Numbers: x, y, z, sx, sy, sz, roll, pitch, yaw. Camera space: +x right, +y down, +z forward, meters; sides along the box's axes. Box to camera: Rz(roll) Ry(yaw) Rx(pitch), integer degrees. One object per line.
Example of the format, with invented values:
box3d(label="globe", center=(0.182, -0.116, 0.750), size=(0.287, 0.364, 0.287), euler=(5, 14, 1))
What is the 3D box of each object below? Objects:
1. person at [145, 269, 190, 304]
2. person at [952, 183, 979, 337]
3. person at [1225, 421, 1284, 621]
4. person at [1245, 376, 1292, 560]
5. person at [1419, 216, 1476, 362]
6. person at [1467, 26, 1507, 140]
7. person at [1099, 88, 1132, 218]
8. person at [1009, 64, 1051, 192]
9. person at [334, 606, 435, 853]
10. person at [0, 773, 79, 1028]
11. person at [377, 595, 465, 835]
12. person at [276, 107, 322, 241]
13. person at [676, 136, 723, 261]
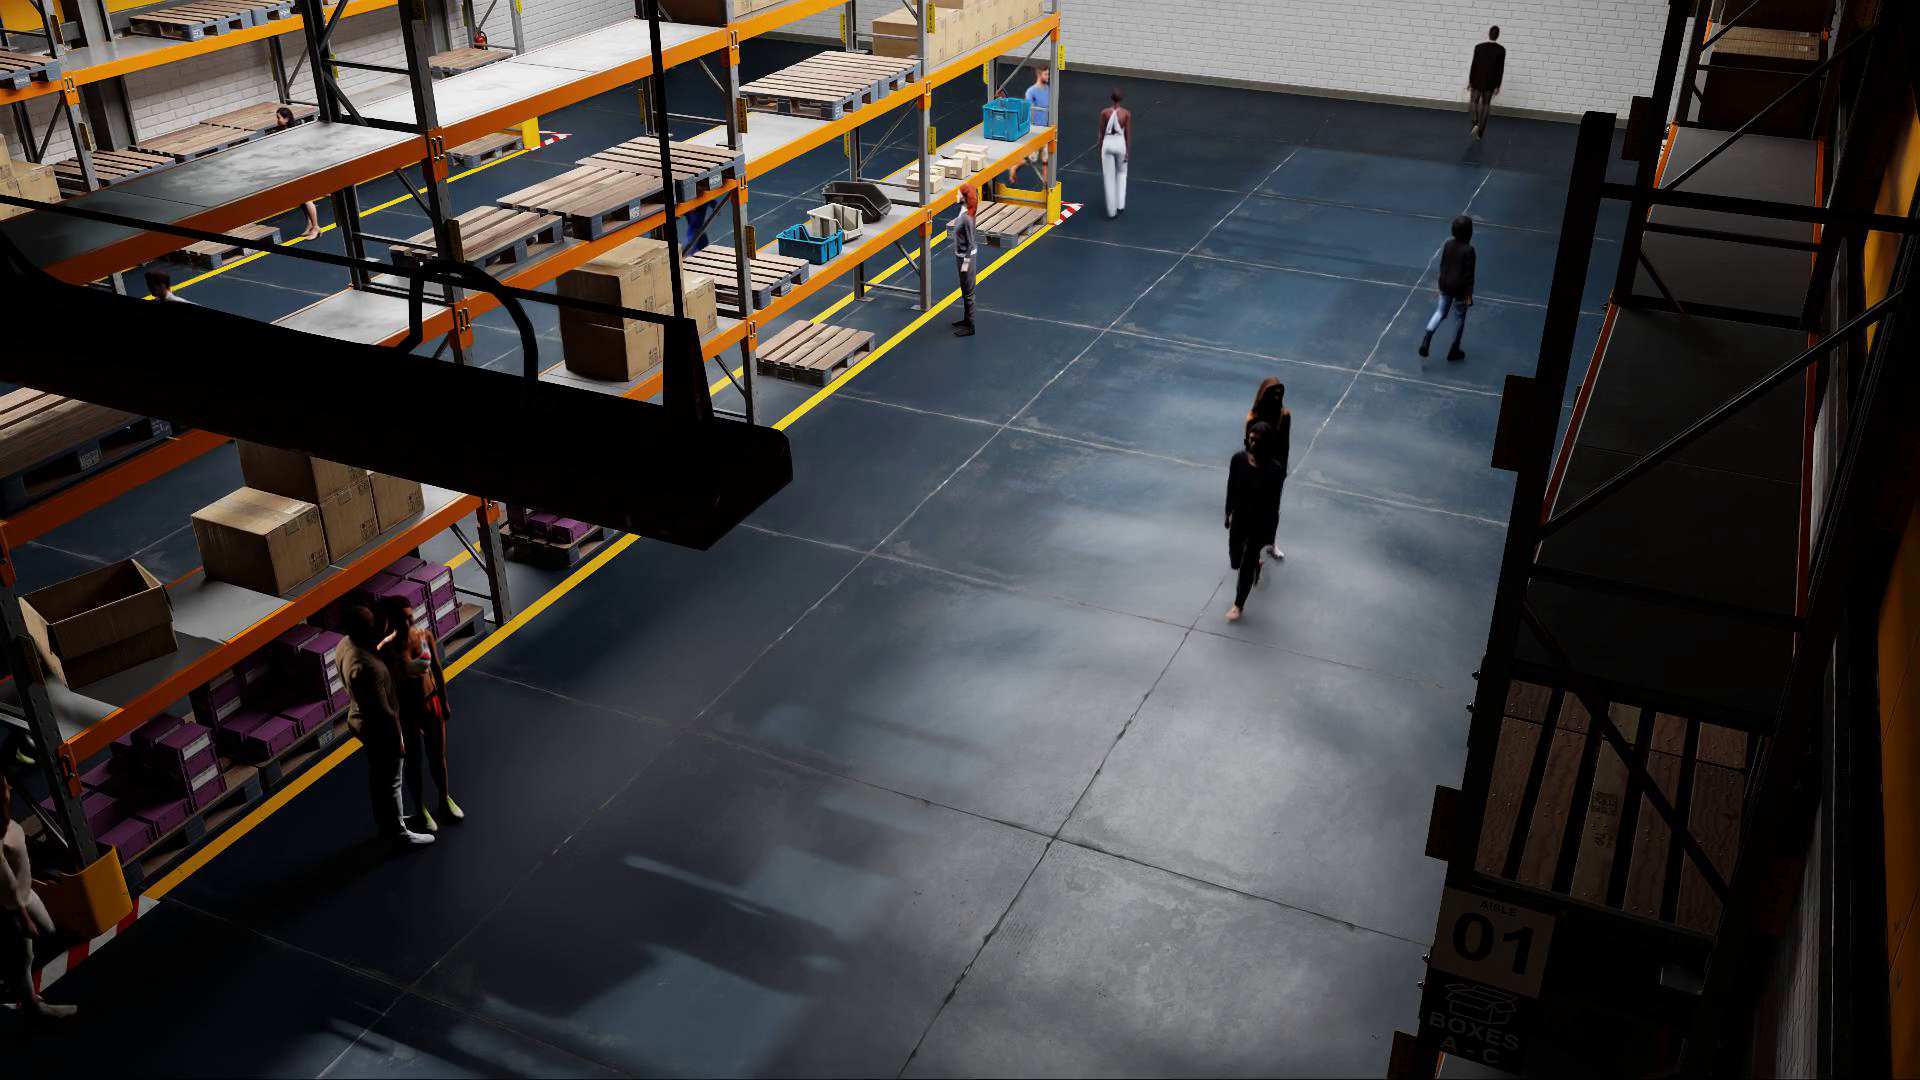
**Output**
box3d(label="person", center=(-7.615, -1.844, 16.562), size=(0.728, 1.811, 0.903), euler=(12, 31, 21))
box3d(label="person", center=(0.071, -3.240, 19.153), size=(0.713, 1.779, 0.605), euler=(-3, 29, -6))
box3d(label="person", center=(2.421, -0.204, 13.652), size=(0.682, 1.719, 0.907), euler=(17, 33, 28))
box3d(label="person", center=(2.635, -0.631, 14.432), size=(0.670, 1.721, 0.725), euler=(-9, 30, -15))
box3d(label="person", center=(5.407, -2.727, 18.309), size=(0.985, 1.688, 0.790), euler=(-24, 37, -37))
box3d(label="person", center=(8.352, -7.250, 26.497), size=(0.755, 1.787, 0.898), euler=(8, 30, 14))
box3d(label="person", center=(2.119, -5.304, 22.950), size=(0.697, 1.769, 0.770), euler=(1, 29, 2))
box3d(label="person", center=(1.066, -5.936, 24.031), size=(1.082, 1.841, 0.978), euler=(-23, 36, -35))
box3d(label="person", center=(-3.823, 1.227, 10.917), size=(0.773, 1.825, 0.800), euler=(-19, 34, -31))
box3d(label="person", center=(-5.509, 2.085, 9.482), size=(0.845, 1.694, 0.790), euler=(-10, 30, -17))
box3d(label="person", center=(-3.637, 1.136, 11.122), size=(0.614, 1.789, 0.711), euler=(-22, 35, -34))
box3d(label="person", center=(-8.844, -4.893, 22.195), size=(0.797, 1.769, 0.775), euler=(-19, 34, -31))
box3d(label="person", center=(-3.331, -4.005, 20.523), size=(0.827, 1.811, 1.234), euler=(19, 34, 30))
